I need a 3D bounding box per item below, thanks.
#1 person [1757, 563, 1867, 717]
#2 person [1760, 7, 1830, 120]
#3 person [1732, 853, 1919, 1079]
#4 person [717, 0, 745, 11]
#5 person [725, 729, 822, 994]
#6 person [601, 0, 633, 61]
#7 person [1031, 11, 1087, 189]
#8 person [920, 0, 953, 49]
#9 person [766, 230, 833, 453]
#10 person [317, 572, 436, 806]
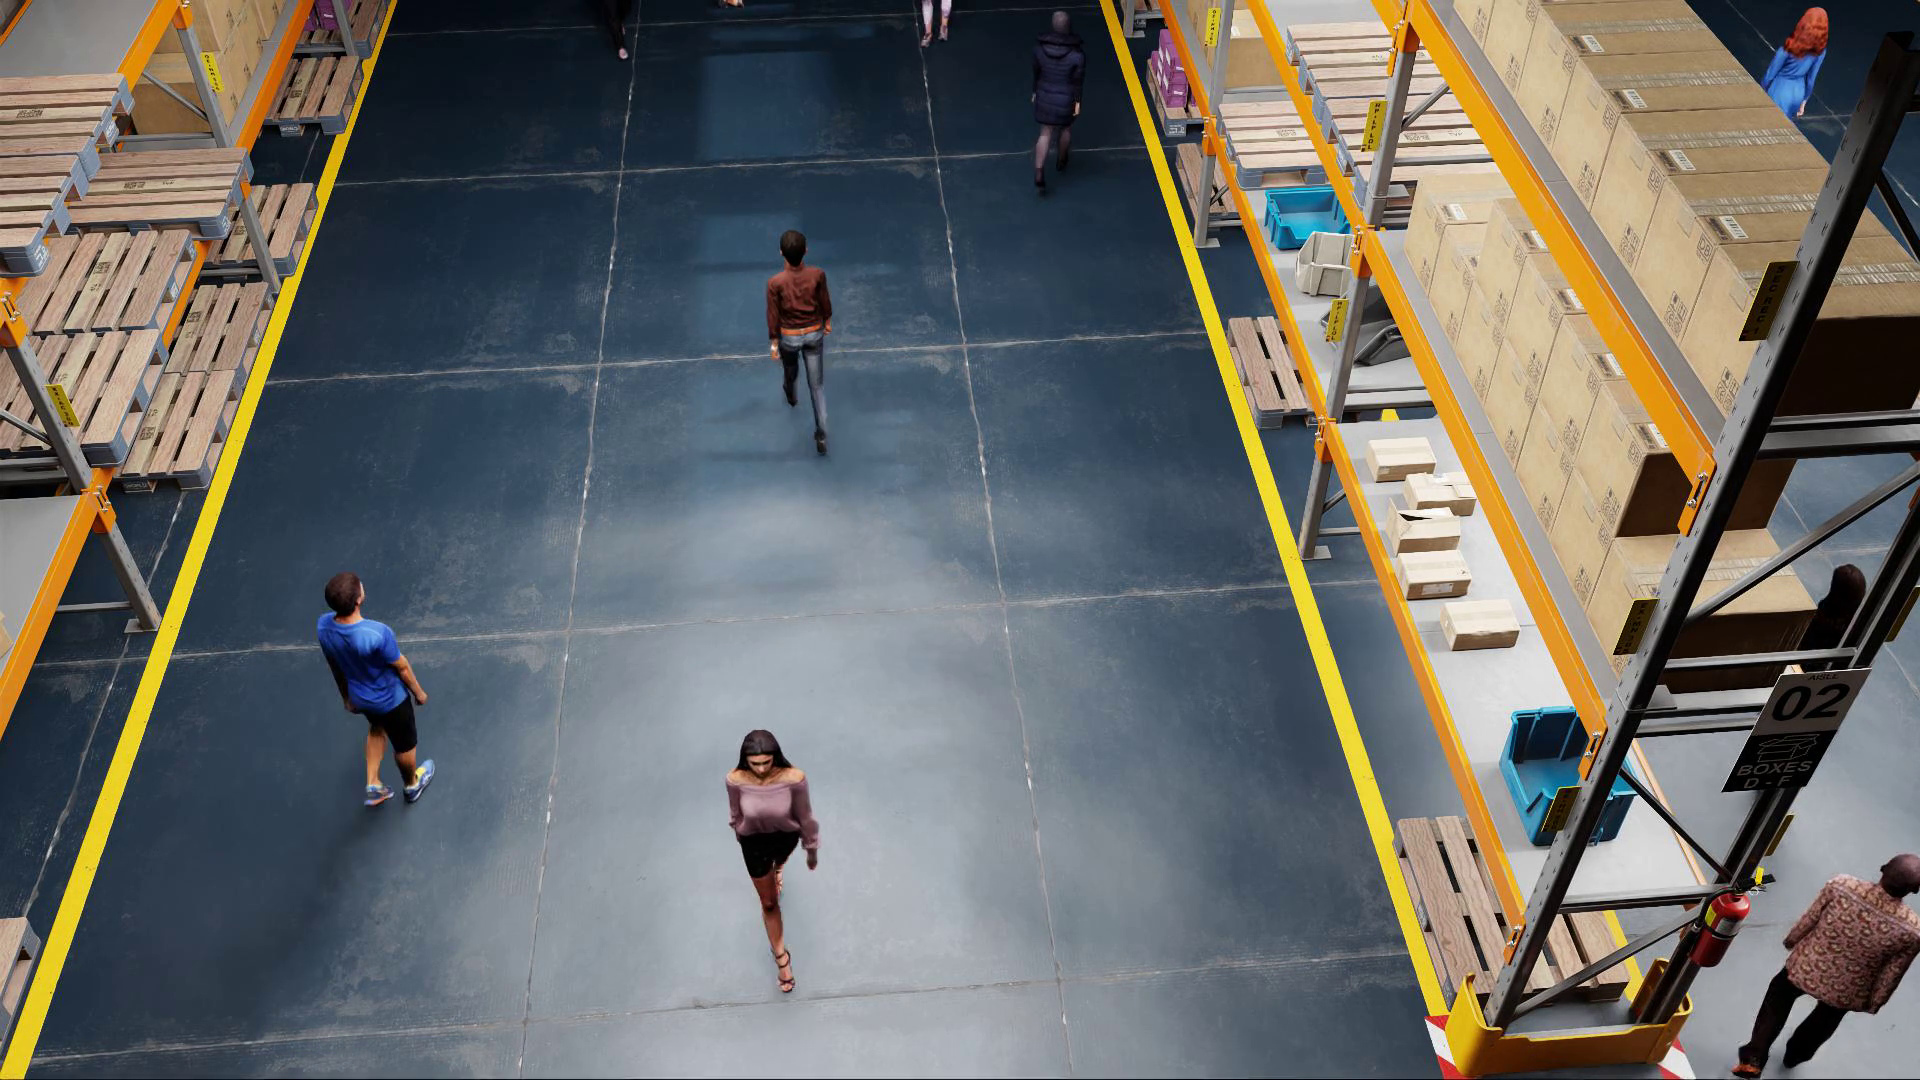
[{"bbox_3d":[5.084,0.891,9.964,0.791,1.647,1.189,6,44,7],"label":"person"},{"bbox_3d":[7.308,-3.794,14.777,0.683,1.793,1.139,-8,44,-8],"label":"person"},{"bbox_3d":[4.410,2.233,8.455,1.008,1.787,1.077,29,51,27],"label":"person"},{"bbox_3d":[-2.579,-6.566,17.624,0.829,1.879,0.865,-32,52,-29],"label":"person"},{"bbox_3d":[-1.034,1.583,9.160,0.663,1.755,1.094,-5,44,-5],"label":"person"},{"bbox_3d":[-3.565,-5.795,17.036,0.866,1.573,1.103,-17,46,-18],"label":"person"},{"bbox_3d":[0.849,-3.964,15.057,0.918,1.653,1.129,13,45,13],"label":"person"},{"bbox_3d":[-0.189,-6.024,17.144,0.699,1.756,0.800,6,44,6],"label":"person"},{"bbox_3d":[-1.148,-1.440,12.350,0.854,1.732,1.210,-12,45,-13],"label":"person"},{"bbox_3d":[-3.446,0.965,9.736,0.762,1.855,0.877,11,45,11],"label":"person"}]
